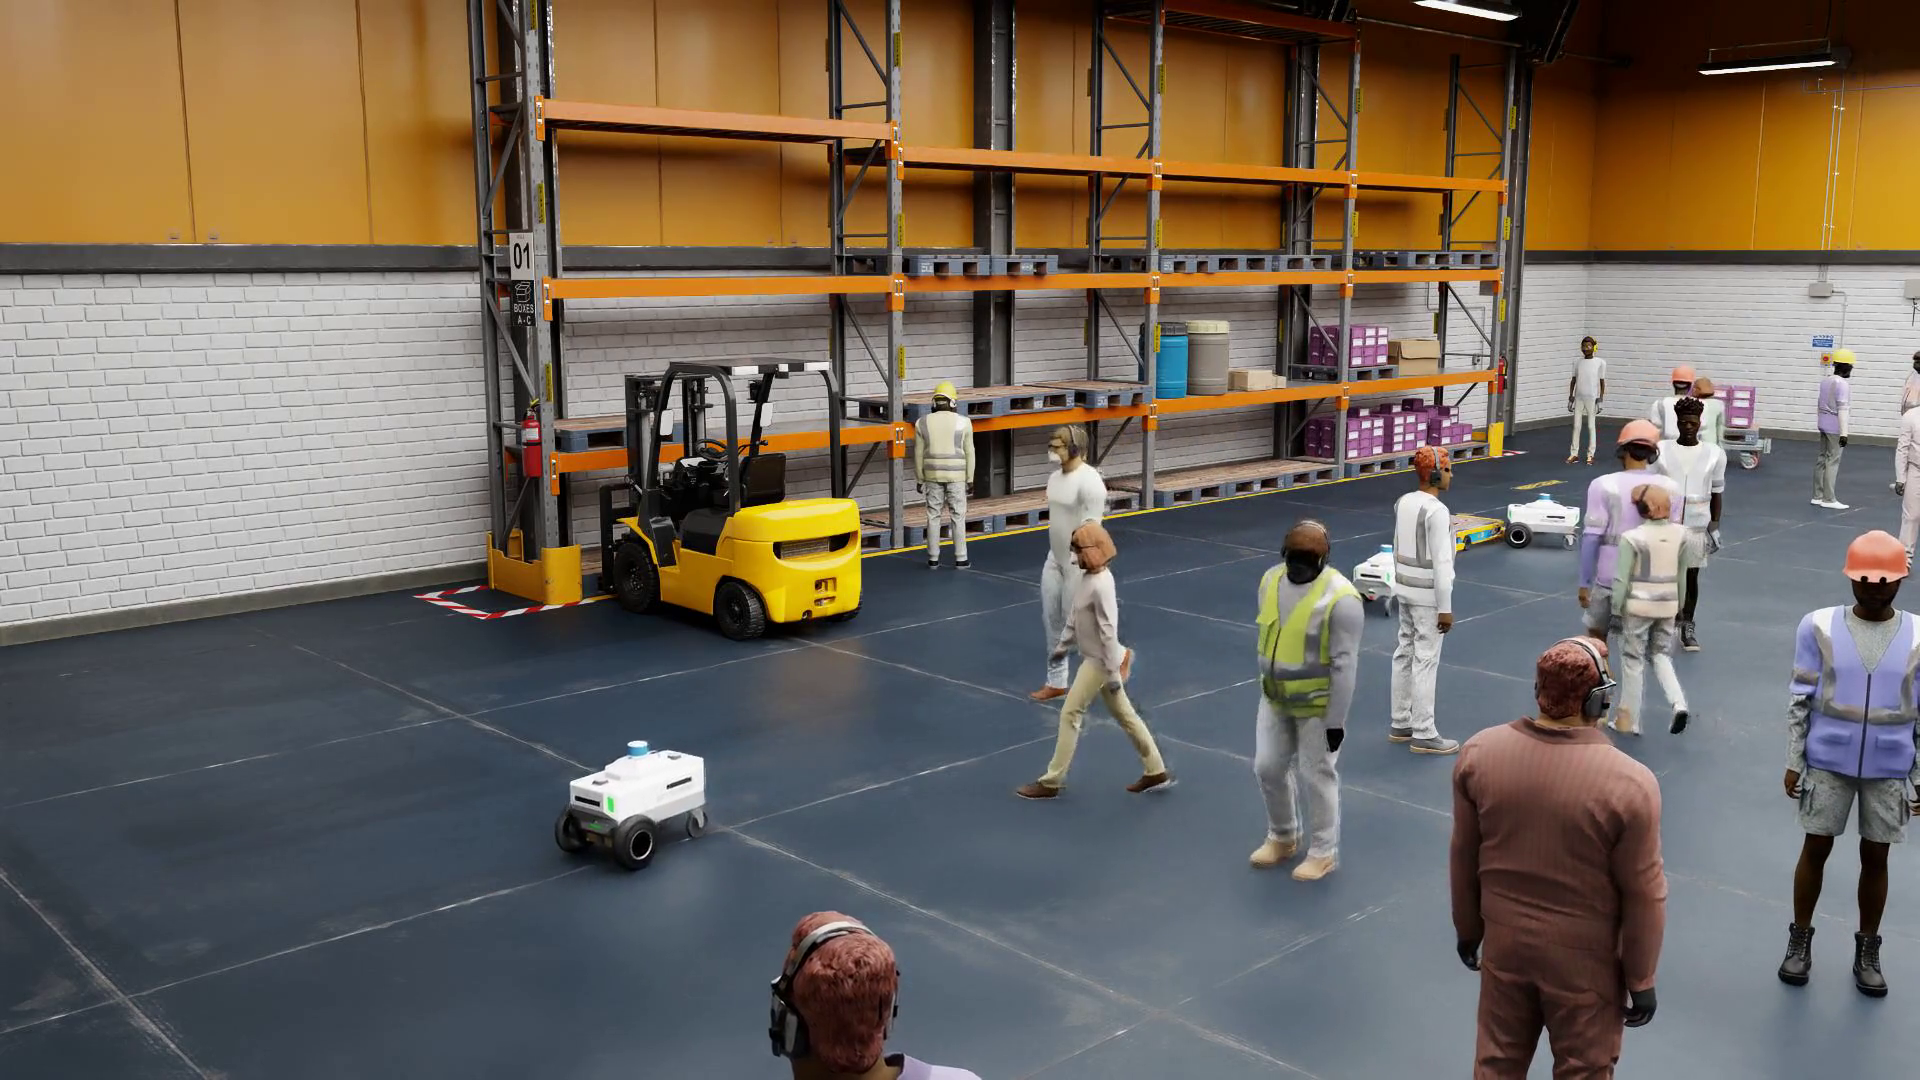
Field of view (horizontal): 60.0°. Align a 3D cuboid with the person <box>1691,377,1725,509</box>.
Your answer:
[{"bbox_3d":[8.737,-1.115,19.629,0.522,1.616,0.347,-1,10,-6],"label":"person"}]

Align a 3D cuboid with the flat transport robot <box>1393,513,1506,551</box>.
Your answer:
[{"bbox_3d":[5.235,-0.091,17.586,0.652,0.197,1.431,9,13,43],"label":"flat transport robot"}]

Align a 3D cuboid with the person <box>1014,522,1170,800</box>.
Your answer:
[{"bbox_3d":[0.780,0.674,9.268,0.883,1.584,0.505,0,10,1],"label":"person"}]

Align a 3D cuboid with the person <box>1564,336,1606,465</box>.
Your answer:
[{"bbox_3d":[9.141,-2.036,24.302,0.524,1.871,0.325,7,12,37],"label":"person"}]

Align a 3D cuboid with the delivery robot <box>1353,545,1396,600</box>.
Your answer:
[{"bbox_3d":[3.653,0.285,14.280,0.477,0.478,0.707,7,12,34],"label":"delivery robot"}]

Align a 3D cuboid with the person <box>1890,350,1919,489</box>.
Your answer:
[{"bbox_3d":[12.346,-1.530,21.423,0.429,1.839,0.633,-1,10,-6],"label":"person"}]

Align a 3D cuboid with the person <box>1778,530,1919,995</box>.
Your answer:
[{"bbox_3d":[3.693,0.914,6.830,0.549,1.936,0.376,4,11,24],"label":"person"}]

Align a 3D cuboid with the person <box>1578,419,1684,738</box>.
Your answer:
[{"bbox_3d":[4.261,0.237,10.603,0.633,2.006,0.574,1,10,3],"label":"person"}]

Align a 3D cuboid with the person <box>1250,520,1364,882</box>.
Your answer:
[{"bbox_3d":[1.678,0.780,8.009,0.499,1.804,0.647,-7,12,-37],"label":"person"}]

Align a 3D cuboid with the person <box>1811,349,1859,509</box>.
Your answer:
[{"bbox_3d":[10.566,-1.342,20.073,0.374,1.923,0.595,1,10,4],"label":"person"}]

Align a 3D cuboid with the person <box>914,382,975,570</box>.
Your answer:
[{"bbox_3d":[-0.140,-0.613,16.109,0.587,1.822,0.404,2,10,9],"label":"person"}]

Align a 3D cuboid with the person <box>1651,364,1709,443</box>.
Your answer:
[{"bbox_3d":[7.451,-0.859,17.257,0.555,1.930,0.398,6,11,31],"label":"person"}]

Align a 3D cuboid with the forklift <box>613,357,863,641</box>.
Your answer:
[{"bbox_3d":[-1.847,-0.414,13.852,1.214,2.155,2.313,-9,13,-42],"label":"forklift"}]

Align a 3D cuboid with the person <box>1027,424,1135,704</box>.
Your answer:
[{"bbox_3d":[0.816,0.162,11.300,0.672,1.913,0.633,-5,11,-28],"label":"person"}]

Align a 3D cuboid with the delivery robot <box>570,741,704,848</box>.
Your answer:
[{"bbox_3d":[-1.640,1.272,8.503,0.477,0.478,0.707,7,12,34],"label":"delivery robot"}]

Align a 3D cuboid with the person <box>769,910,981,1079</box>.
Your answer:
[{"bbox_3d":[-0.213,1.588,2.974,0.651,1.906,0.404,-8,13,-40],"label":"person"}]

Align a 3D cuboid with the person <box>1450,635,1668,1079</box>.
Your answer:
[{"bbox_3d":[1.824,1.229,5.076,0.654,1.906,0.408,10,14,44],"label":"person"}]

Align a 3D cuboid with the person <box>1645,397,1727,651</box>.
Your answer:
[{"bbox_3d":[5.551,-0.124,12.817,0.603,1.967,0.366,3,10,16],"label":"person"}]

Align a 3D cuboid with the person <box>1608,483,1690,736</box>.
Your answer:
[{"bbox_3d":[4.322,0.453,10.405,0.538,1.622,0.465,-3,10,-16],"label":"person"}]

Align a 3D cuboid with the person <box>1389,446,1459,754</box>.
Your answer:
[{"bbox_3d":[2.857,0.363,10.216,0.356,1.883,0.573,-2,10,-13],"label":"person"}]

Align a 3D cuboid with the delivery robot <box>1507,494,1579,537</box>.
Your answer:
[{"bbox_3d":[6.090,-0.240,17.353,0.707,0.478,0.477,4,10,20],"label":"delivery robot"}]

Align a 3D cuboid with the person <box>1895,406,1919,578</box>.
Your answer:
[{"bbox_3d":[9.137,-0.571,15.619,0.642,1.909,0.408,4,10,21],"label":"person"}]
